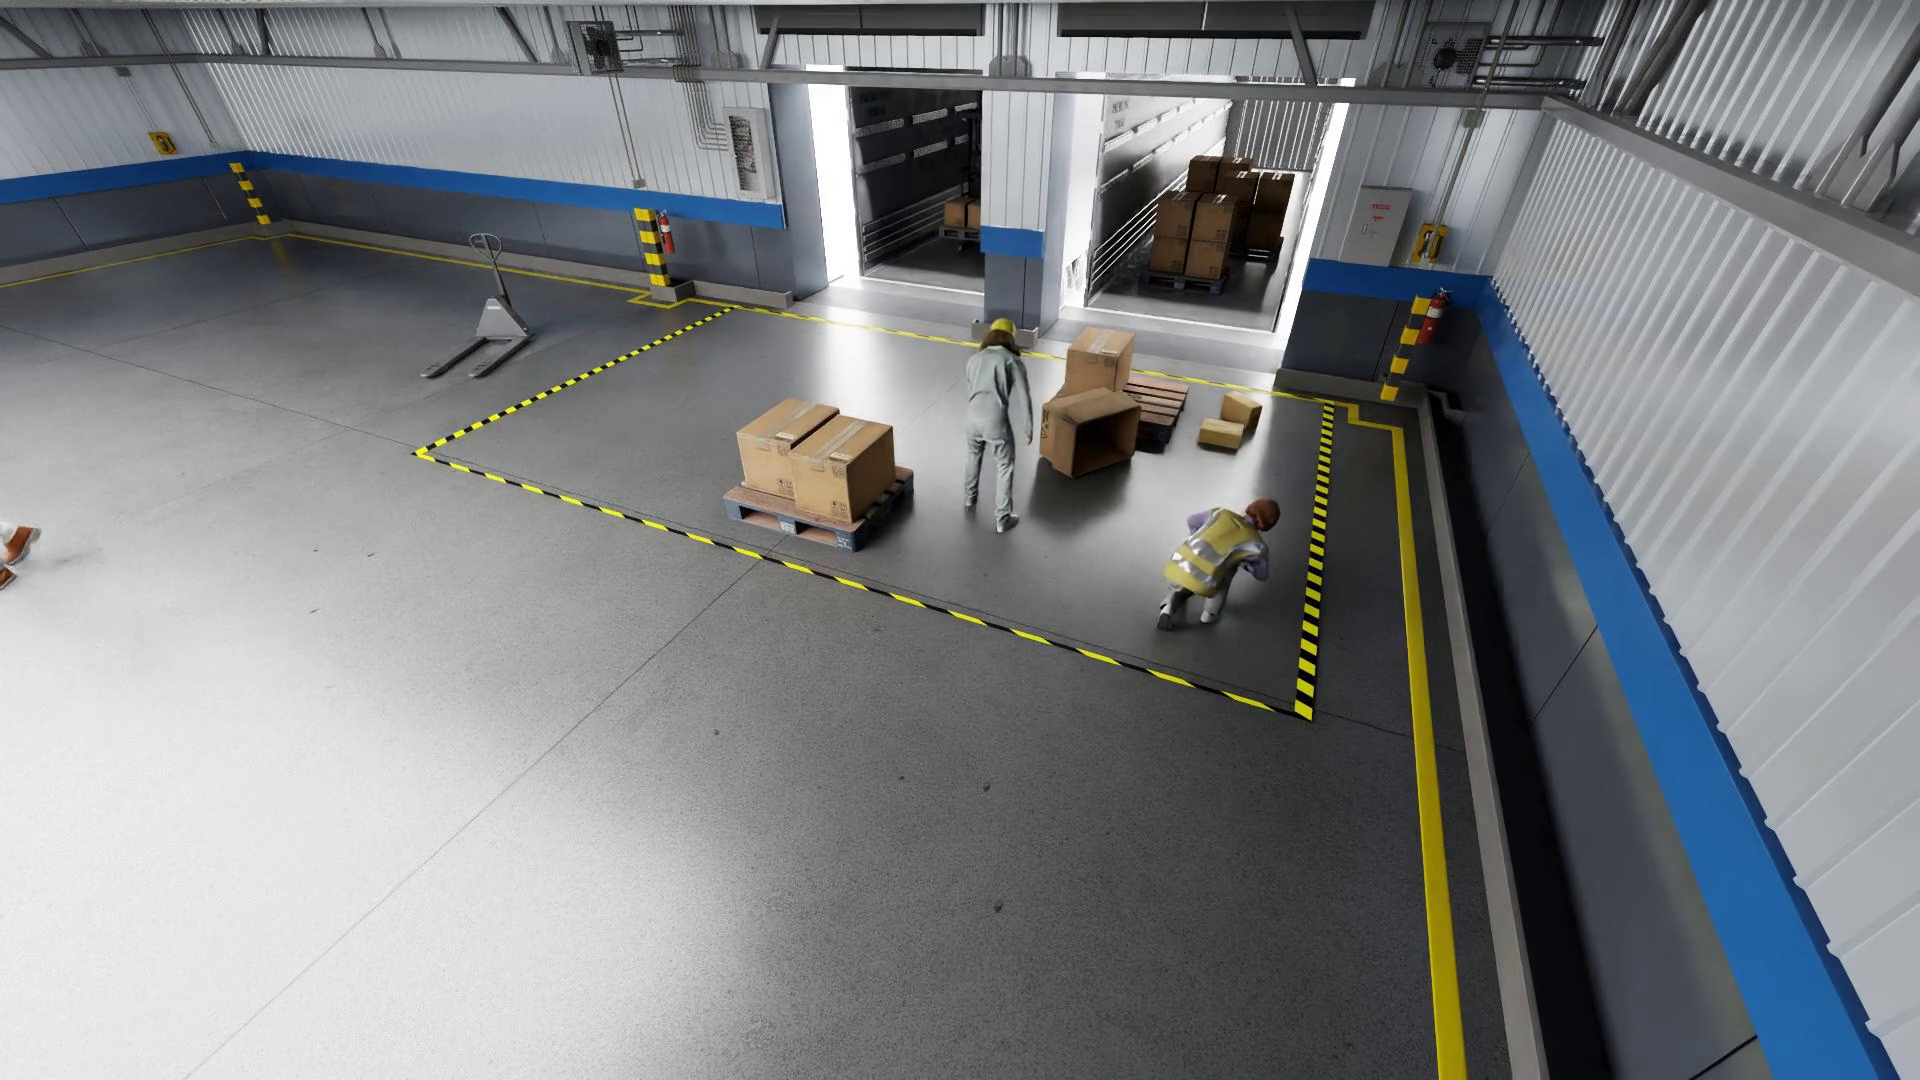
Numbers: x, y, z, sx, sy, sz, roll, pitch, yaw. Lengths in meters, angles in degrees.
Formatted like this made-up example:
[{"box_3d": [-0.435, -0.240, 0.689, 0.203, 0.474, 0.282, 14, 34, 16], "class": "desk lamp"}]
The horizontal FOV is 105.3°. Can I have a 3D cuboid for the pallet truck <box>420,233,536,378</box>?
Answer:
[{"box_3d": [-5.664, -2.712, 8.427, 0.680, 1.201, 1.601, 0, 35, -1], "class": "pallet truck"}]

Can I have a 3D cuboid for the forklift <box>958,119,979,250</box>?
[{"box_3d": [0.668, -6.161, 12.578, 0.716, 2.013, 0.776, 14, 38, 19], "class": "forklift"}]

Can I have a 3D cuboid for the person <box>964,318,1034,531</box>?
[{"box_3d": [0.320, -0.884, 5.666, 0.600, 1.477, 0.760, 14, 38, 19], "class": "person"}]

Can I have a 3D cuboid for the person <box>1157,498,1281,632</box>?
[{"box_3d": [1.638, 0.157, 4.823, 0.649, 0.817, 0.911, 29, 45, 34], "class": "person"}]

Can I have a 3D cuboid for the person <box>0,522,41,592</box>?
[{"box_3d": [-6.764, -0.497, 4.749, 0.655, 1.902, 0.591, 2, 36, 2], "class": "person"}]
